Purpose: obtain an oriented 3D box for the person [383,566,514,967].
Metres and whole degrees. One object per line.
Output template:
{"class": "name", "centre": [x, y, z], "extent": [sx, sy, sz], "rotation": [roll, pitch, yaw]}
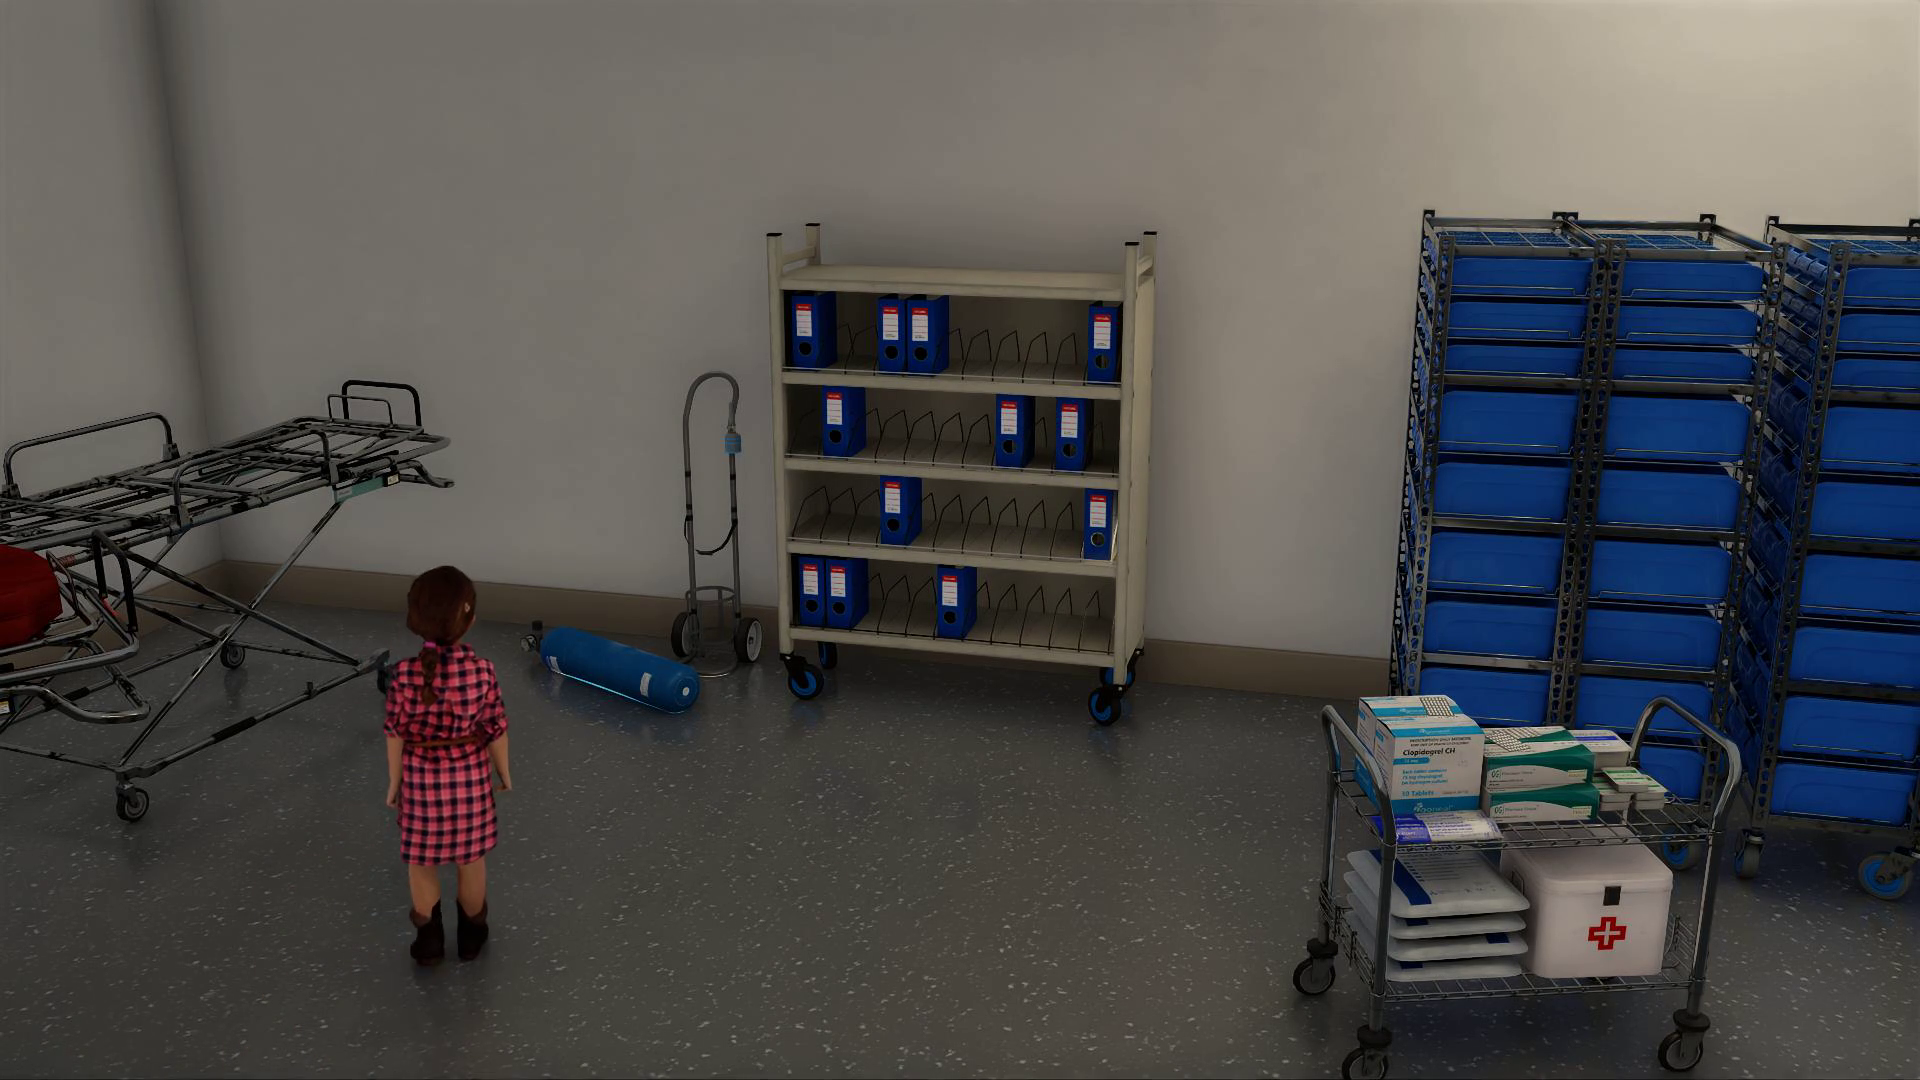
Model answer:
{"class": "person", "centre": [-1.248, 0.573, 4.029], "extent": [0.535, 1.010, 0.582], "rotation": [-5, 17, -18]}
